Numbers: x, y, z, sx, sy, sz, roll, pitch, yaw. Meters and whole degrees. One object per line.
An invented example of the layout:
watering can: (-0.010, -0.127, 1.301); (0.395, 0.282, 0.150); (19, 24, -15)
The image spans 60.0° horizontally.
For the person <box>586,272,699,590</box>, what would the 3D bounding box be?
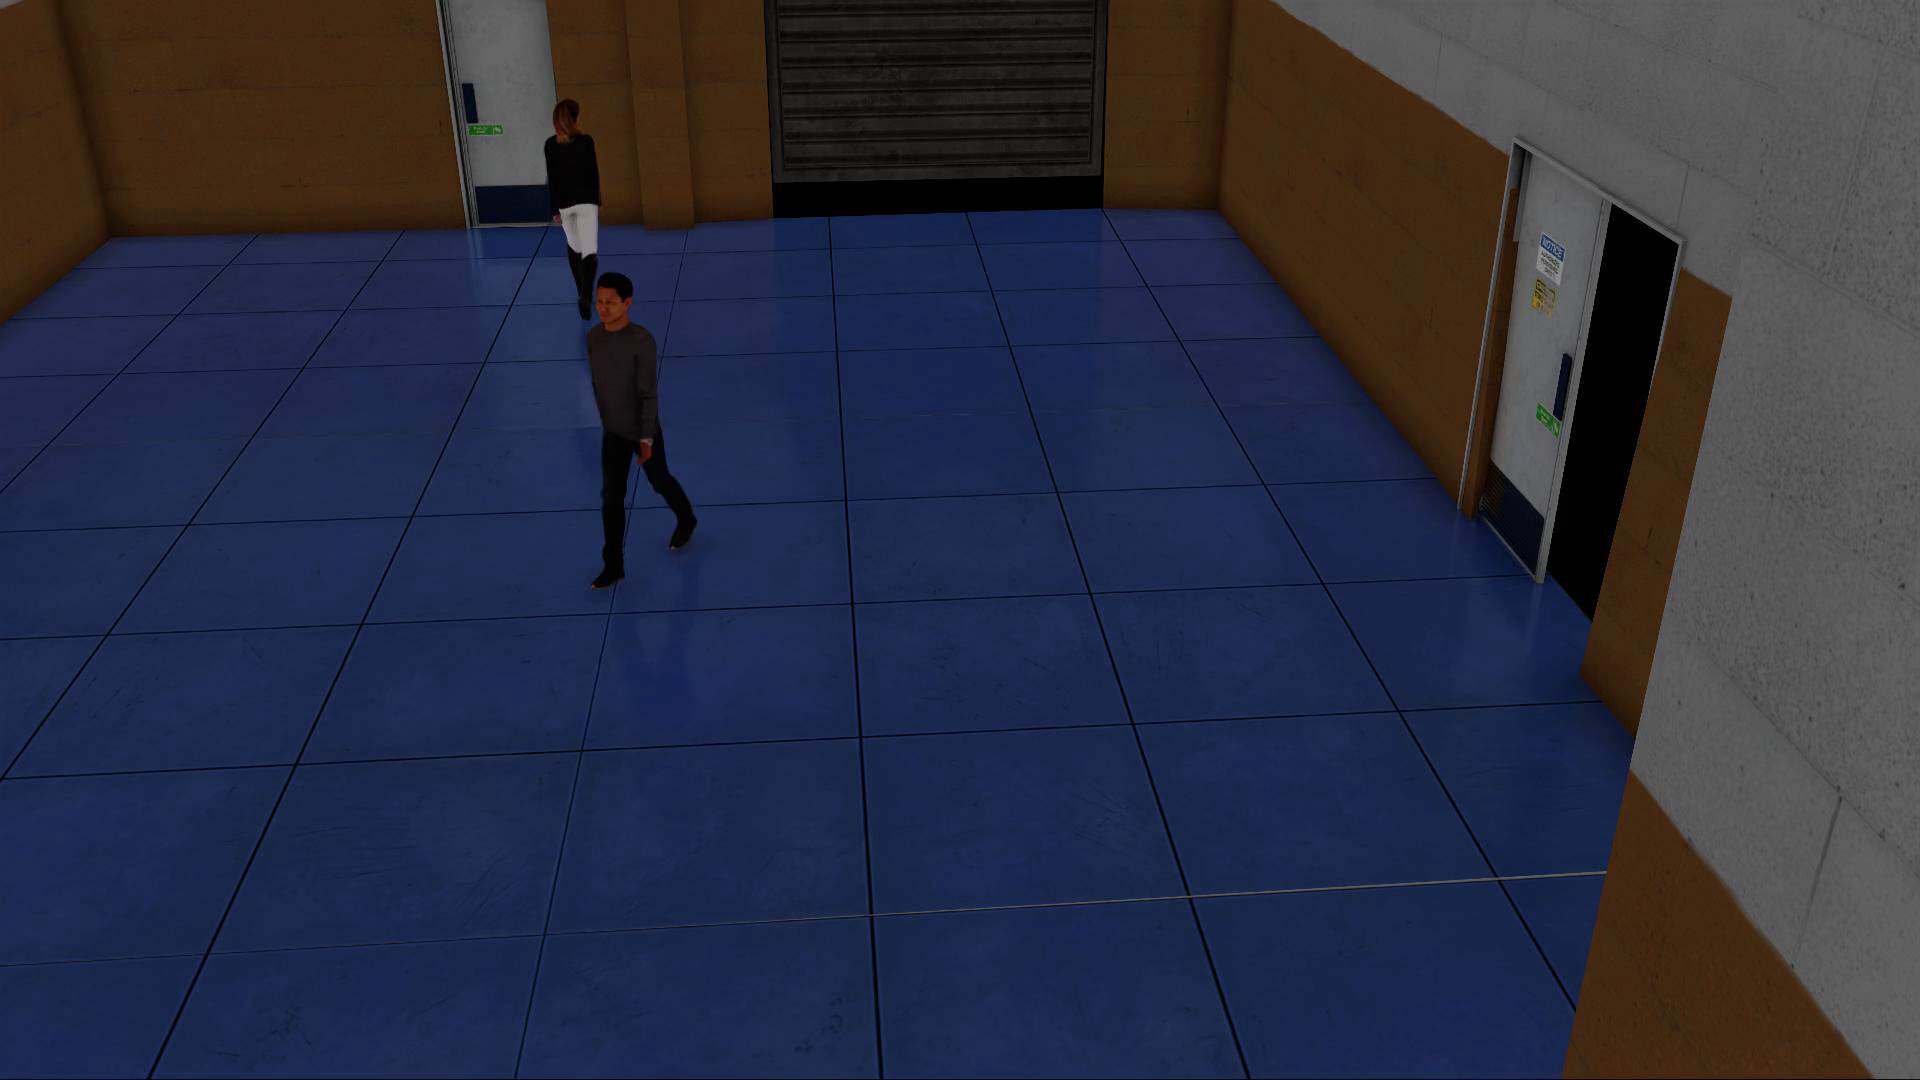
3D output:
person: (-1.755, -0.638, 9.269); (1.187, 1.730, 1.095); (-9, 28, -17)

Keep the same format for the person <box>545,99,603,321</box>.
person: (-3.006, -2.550, 13.064); (1.137, 1.691, 0.618); (-3, 27, -6)
